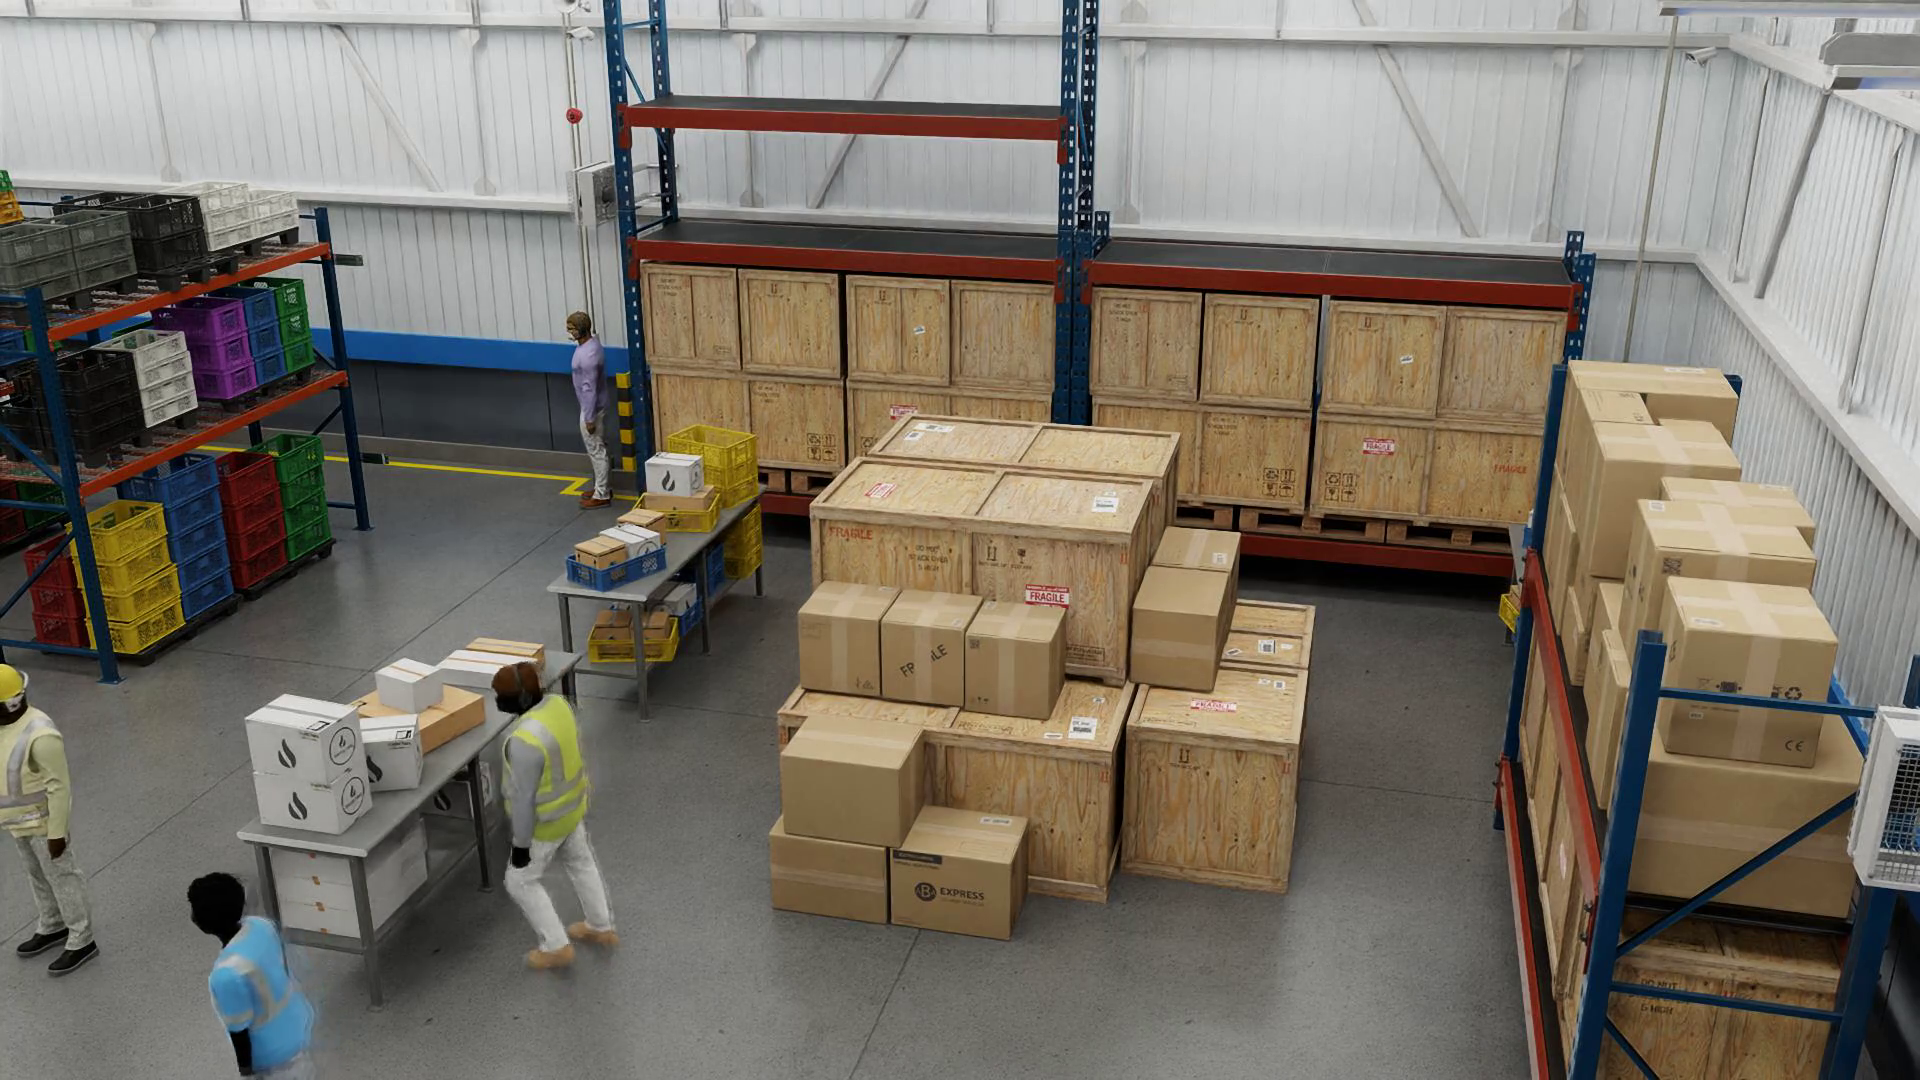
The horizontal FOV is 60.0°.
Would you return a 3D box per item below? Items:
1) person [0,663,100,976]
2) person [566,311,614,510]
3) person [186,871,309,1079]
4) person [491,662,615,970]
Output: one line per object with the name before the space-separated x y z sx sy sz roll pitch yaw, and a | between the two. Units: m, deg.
person | -5.009 1.484 8.968 0.586 1.822 0.403 15 25 33
person | -3.546 -1.255 15.989 0.374 1.933 0.625 -4 21 -9
person | -2.971 2.197 7.343 0.616 1.654 0.542 -4 21 -11
person | -2.202 1.492 8.966 0.520 1.810 0.692 2 21 5
